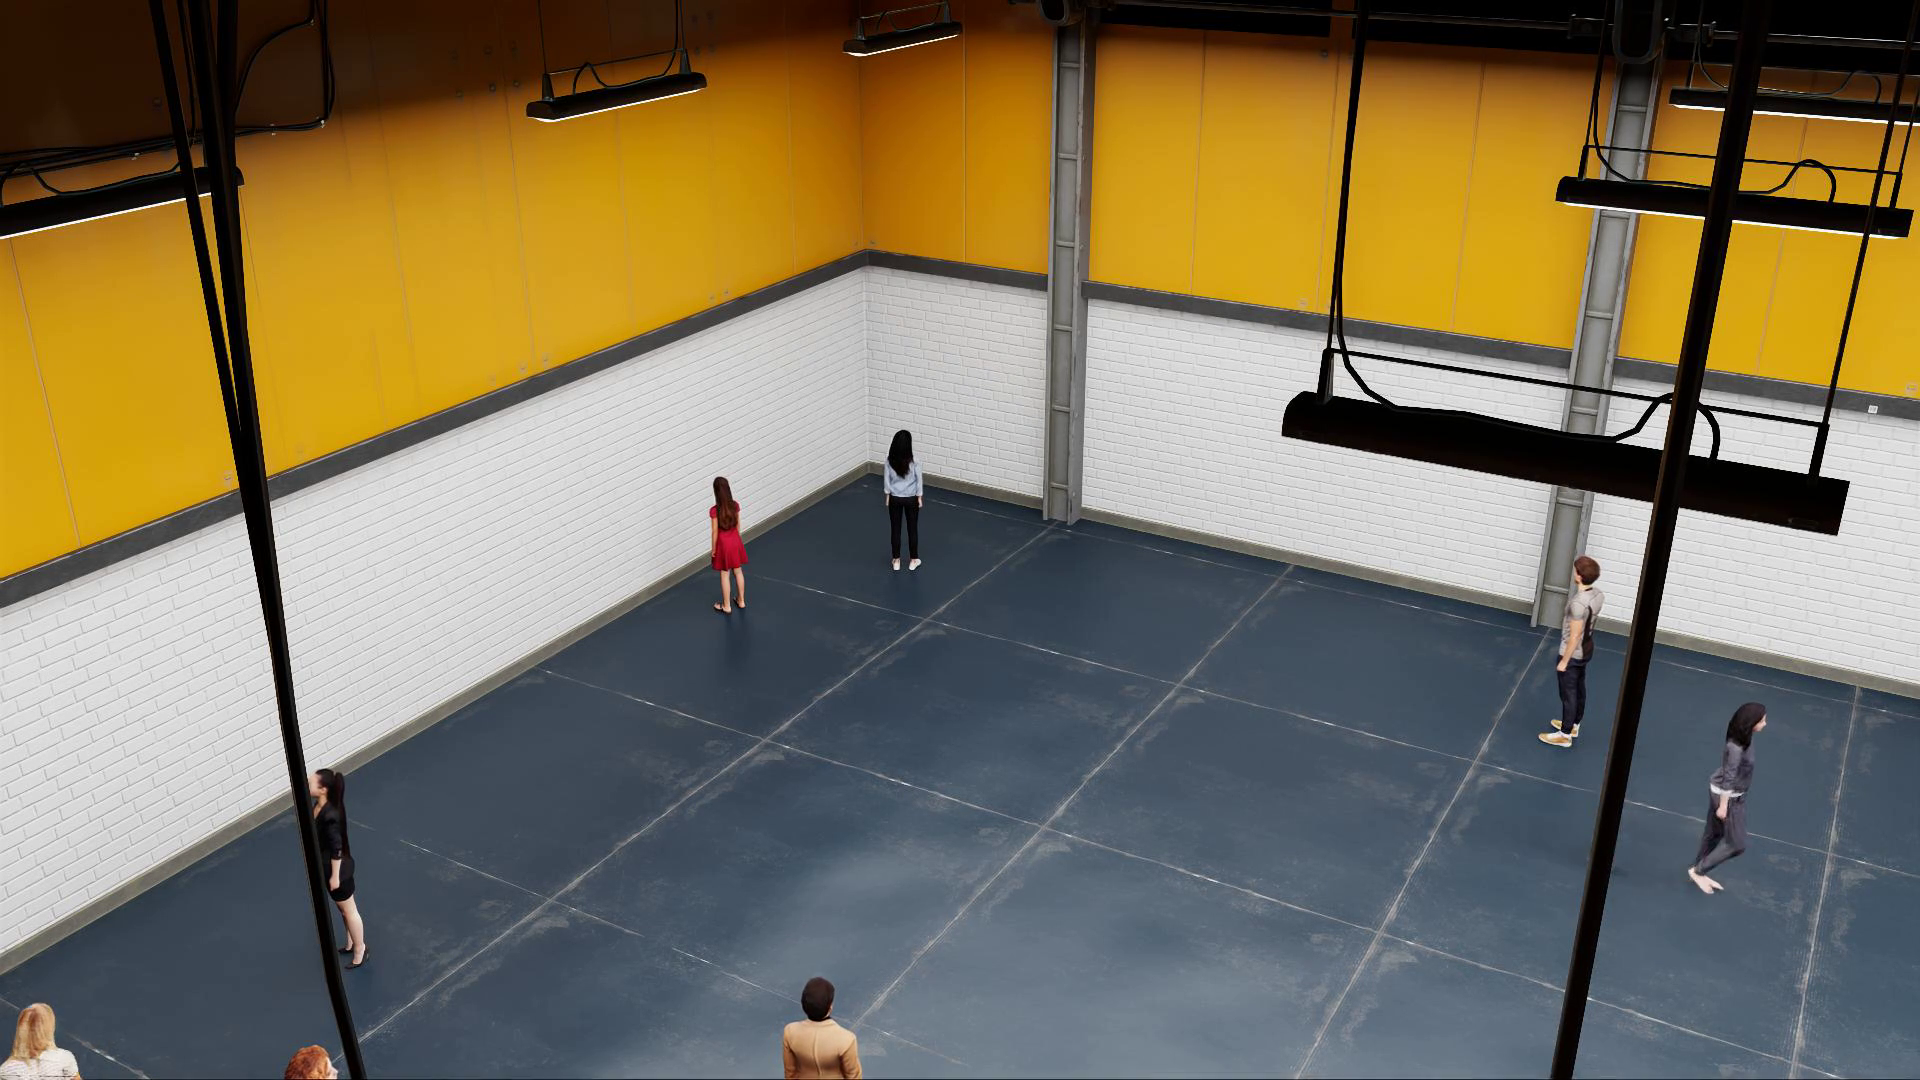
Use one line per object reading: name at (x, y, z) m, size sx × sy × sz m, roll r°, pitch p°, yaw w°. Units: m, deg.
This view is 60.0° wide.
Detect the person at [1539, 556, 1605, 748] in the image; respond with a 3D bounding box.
person at (5.772, 1.036, 15.585) m, size 0.607 × 1.894 × 0.698 m, roll 19°, pitch 30°, yaw 36°

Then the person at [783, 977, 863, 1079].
person at (-0.850, 3.443, 10.291) m, size 0.674 × 1.724 × 0.788 m, roll 4°, pitch 24°, yaw 9°

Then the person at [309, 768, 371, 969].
person at (-4.703, 2.465, 12.562) m, size 0.741 × 1.697 × 0.638 m, roll -12°, pitch 27°, yaw -26°

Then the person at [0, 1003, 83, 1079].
person at (-5.332, 3.605, 9.823) m, size 0.786 × 1.803 × 0.819 m, roll -17°, pitch 29°, yaw -34°

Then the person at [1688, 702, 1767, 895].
person at (6.099, 2.055, 13.432) m, size 0.632 × 1.753 × 0.639 m, roll 10°, pitch 25°, yaw 21°

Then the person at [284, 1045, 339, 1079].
person at (-3.680, 3.686, 9.750) m, size 0.812 × 1.712 × 0.733 m, roll -10°, pitch 25°, yaw -21°

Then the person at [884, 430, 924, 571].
person at (-0.653, -0.469, 19.257) m, size 0.637 × 1.711 × 0.748 m, roll 1°, pitch 24°, yaw 3°

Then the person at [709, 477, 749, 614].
person at (-2.561, 0.043, 18.283) m, size 0.636 × 1.554 × 0.696 m, roll -18°, pitch 29°, yaw -35°
